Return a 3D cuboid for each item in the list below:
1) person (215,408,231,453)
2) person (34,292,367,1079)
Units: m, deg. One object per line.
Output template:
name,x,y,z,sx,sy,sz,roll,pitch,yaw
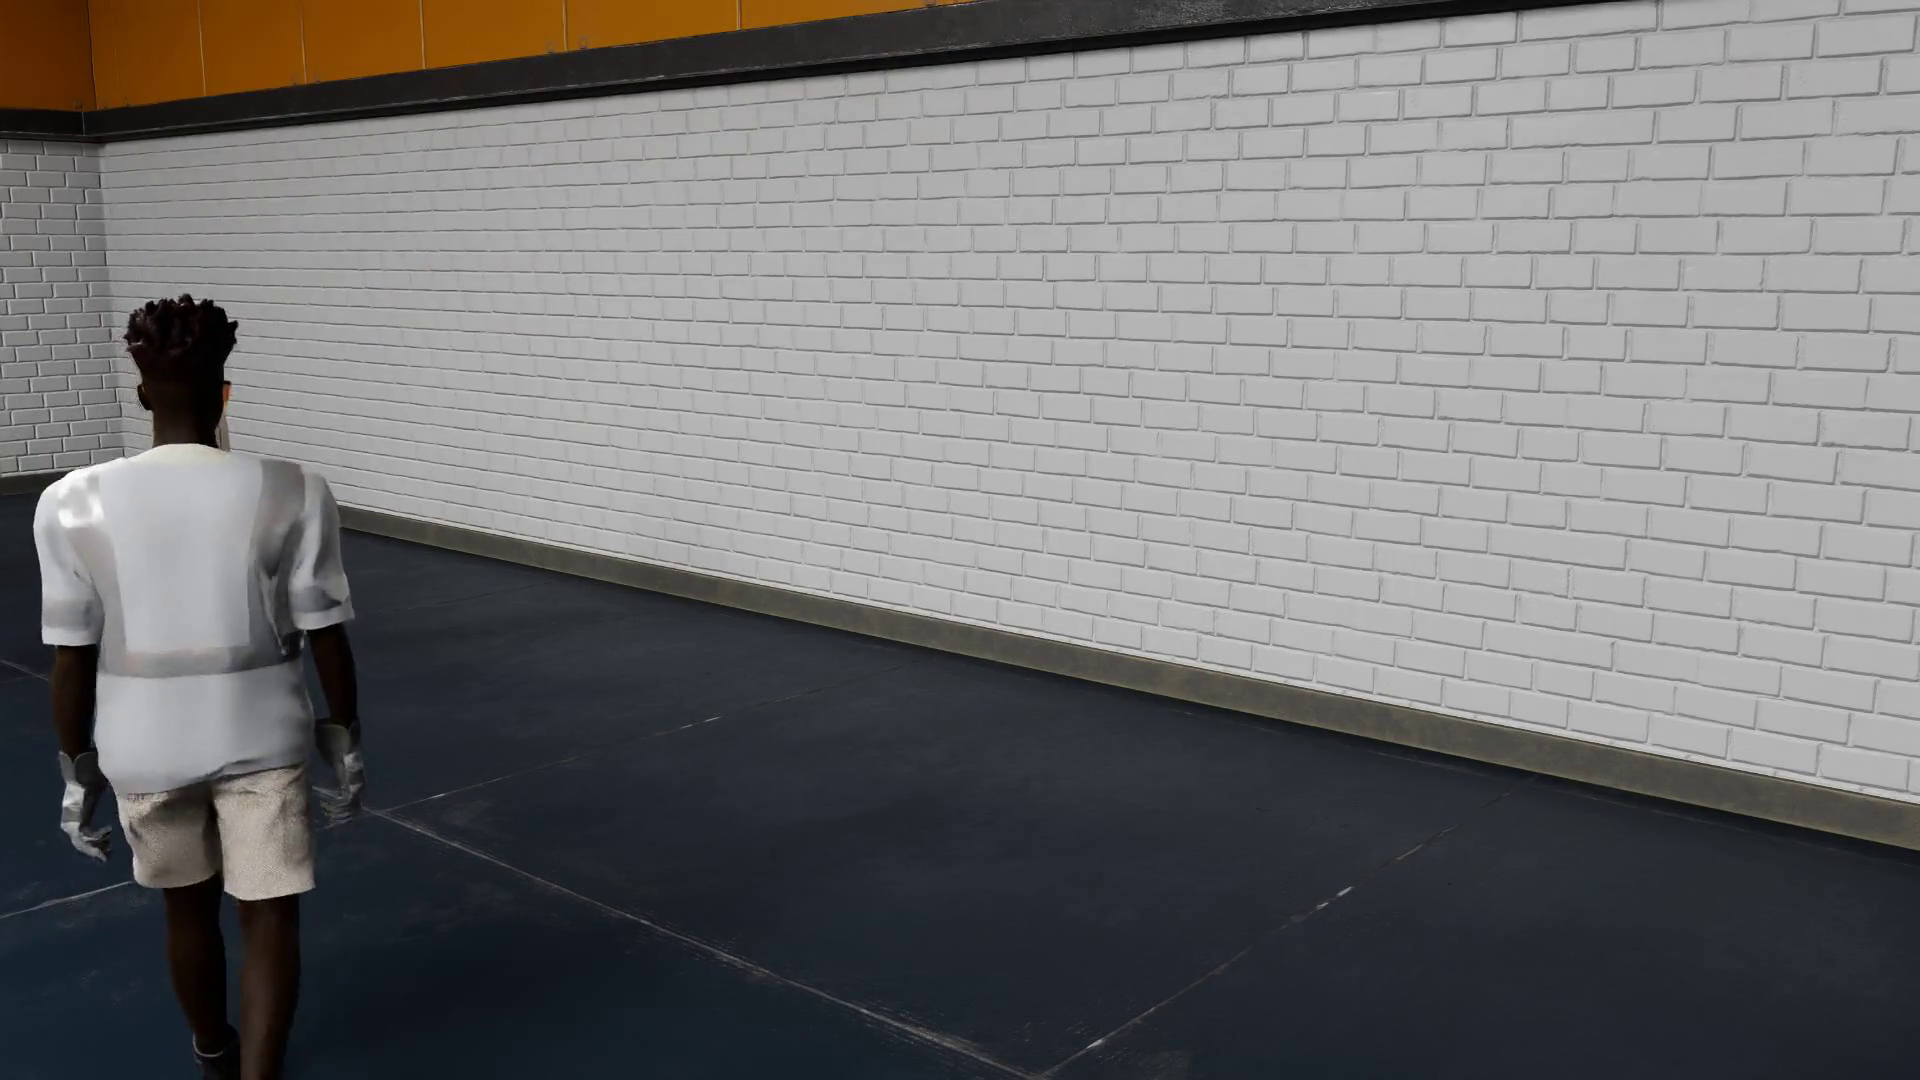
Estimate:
person,-3.590,-0.159,7.835,0.314,1.636,0.517,0,10,1
person,-1.611,0.445,3.566,0.607,1.939,0.907,-3,10,-16
